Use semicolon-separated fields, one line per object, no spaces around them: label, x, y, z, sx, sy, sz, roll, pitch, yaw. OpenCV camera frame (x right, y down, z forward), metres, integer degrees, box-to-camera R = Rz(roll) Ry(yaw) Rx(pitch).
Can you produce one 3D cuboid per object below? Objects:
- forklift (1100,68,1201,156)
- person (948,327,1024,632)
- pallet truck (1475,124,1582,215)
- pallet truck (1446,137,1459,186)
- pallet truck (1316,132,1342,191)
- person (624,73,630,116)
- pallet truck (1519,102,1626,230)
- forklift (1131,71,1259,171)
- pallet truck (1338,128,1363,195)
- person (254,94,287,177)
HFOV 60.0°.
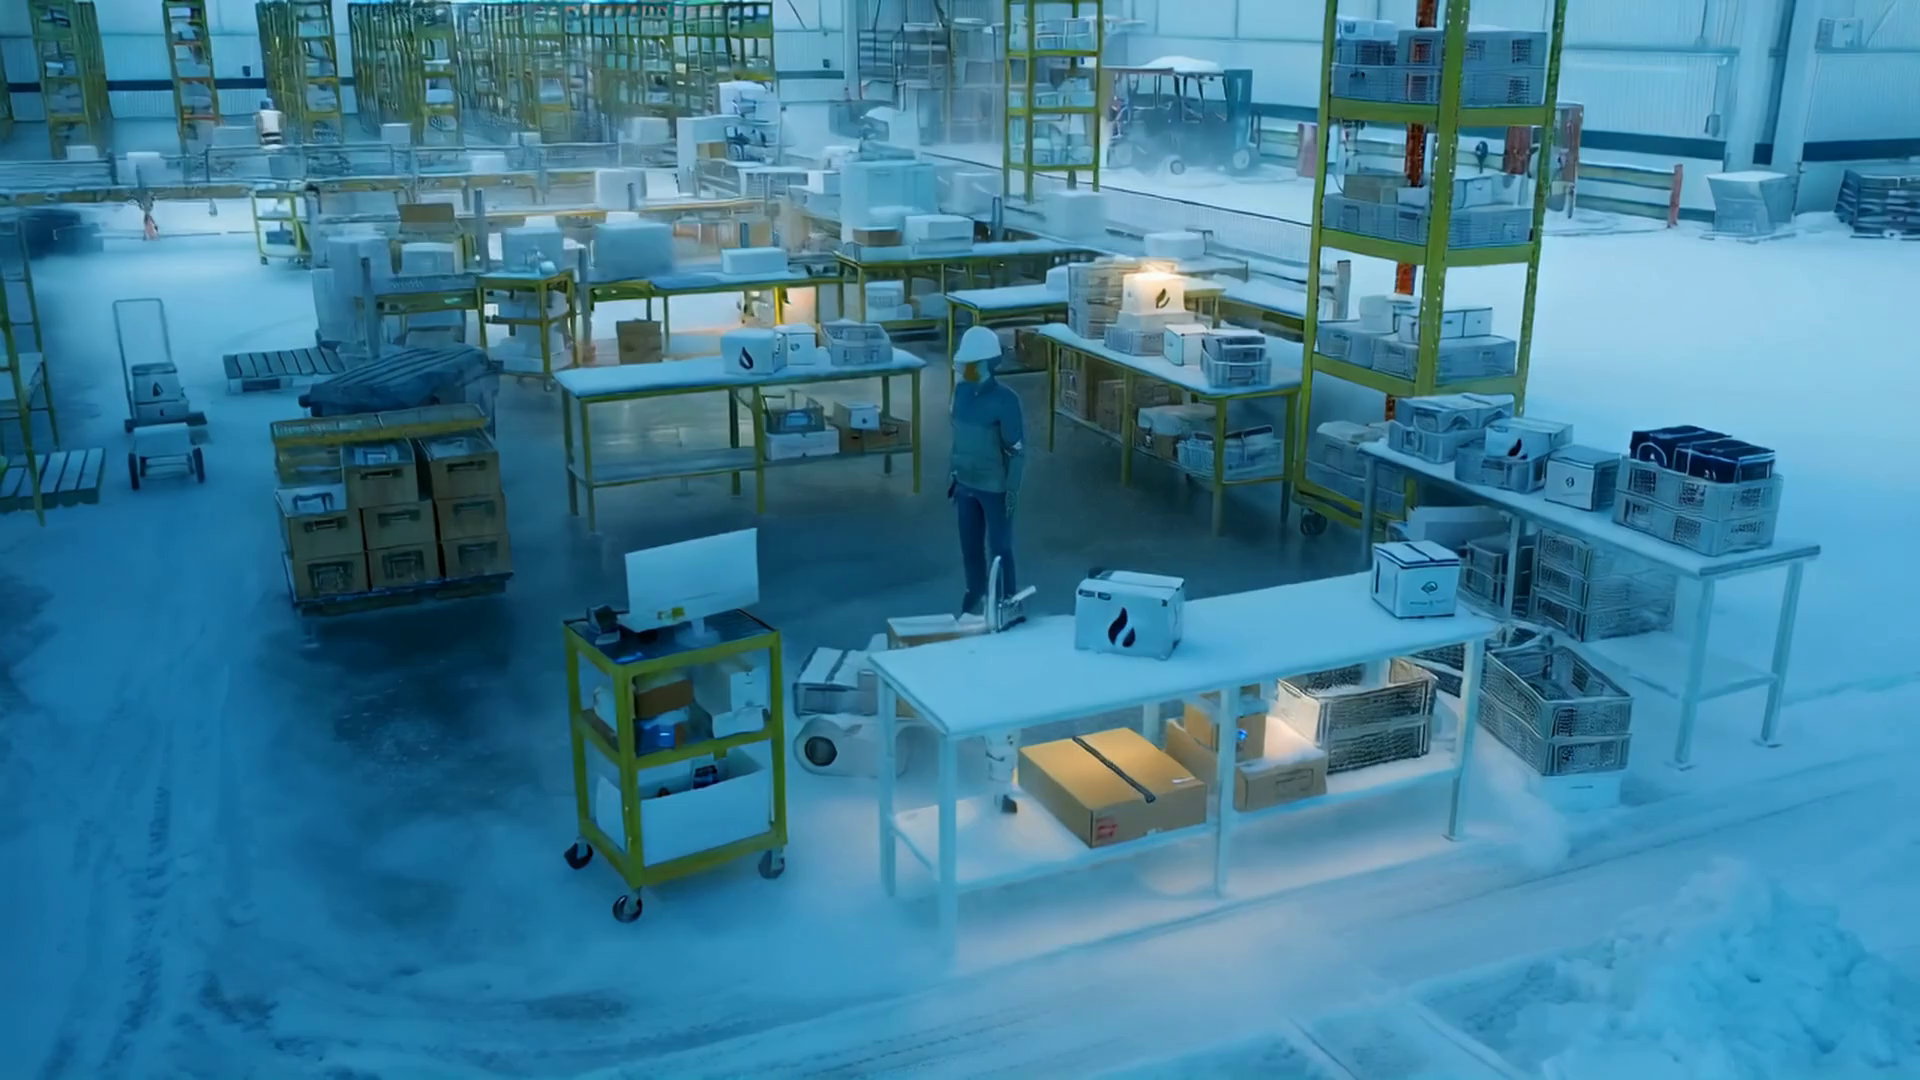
forklift;4.082;-9.564;37.410;2.680;1.987;1.157;-8;19;-23
person;0.110;-0.287;9.051;0.323;1.765;0.534;-15;23;-39
pallet truck;9.707;-6.455;28.103;1.885;1.965;0.823;-7;19;-20
pallet truck;9.184;-6.485;29.328;1.630;1.274;0.653;-8;19;-23
pallet truck;7.723;-7.504;32.656;1.601;1.201;0.680;-8;19;-23
person;-9.325;-12.136;46.260;0.530;1.830;0.590;-10;20;-29
pallet truck;9.972;-6.037;26.785;1.885;1.965;0.823;-9;20;-25
forklift;4.998;-8.936;35.413;2.680;1.987;1.157;-9;20;-25
pallet truck;7.845;-7.140;31.411;1.522;1.261;0.704;-9;20;-25
person;-13.443;-7.760;32.478;0.586;1.835;0.403;-11;21;-31
